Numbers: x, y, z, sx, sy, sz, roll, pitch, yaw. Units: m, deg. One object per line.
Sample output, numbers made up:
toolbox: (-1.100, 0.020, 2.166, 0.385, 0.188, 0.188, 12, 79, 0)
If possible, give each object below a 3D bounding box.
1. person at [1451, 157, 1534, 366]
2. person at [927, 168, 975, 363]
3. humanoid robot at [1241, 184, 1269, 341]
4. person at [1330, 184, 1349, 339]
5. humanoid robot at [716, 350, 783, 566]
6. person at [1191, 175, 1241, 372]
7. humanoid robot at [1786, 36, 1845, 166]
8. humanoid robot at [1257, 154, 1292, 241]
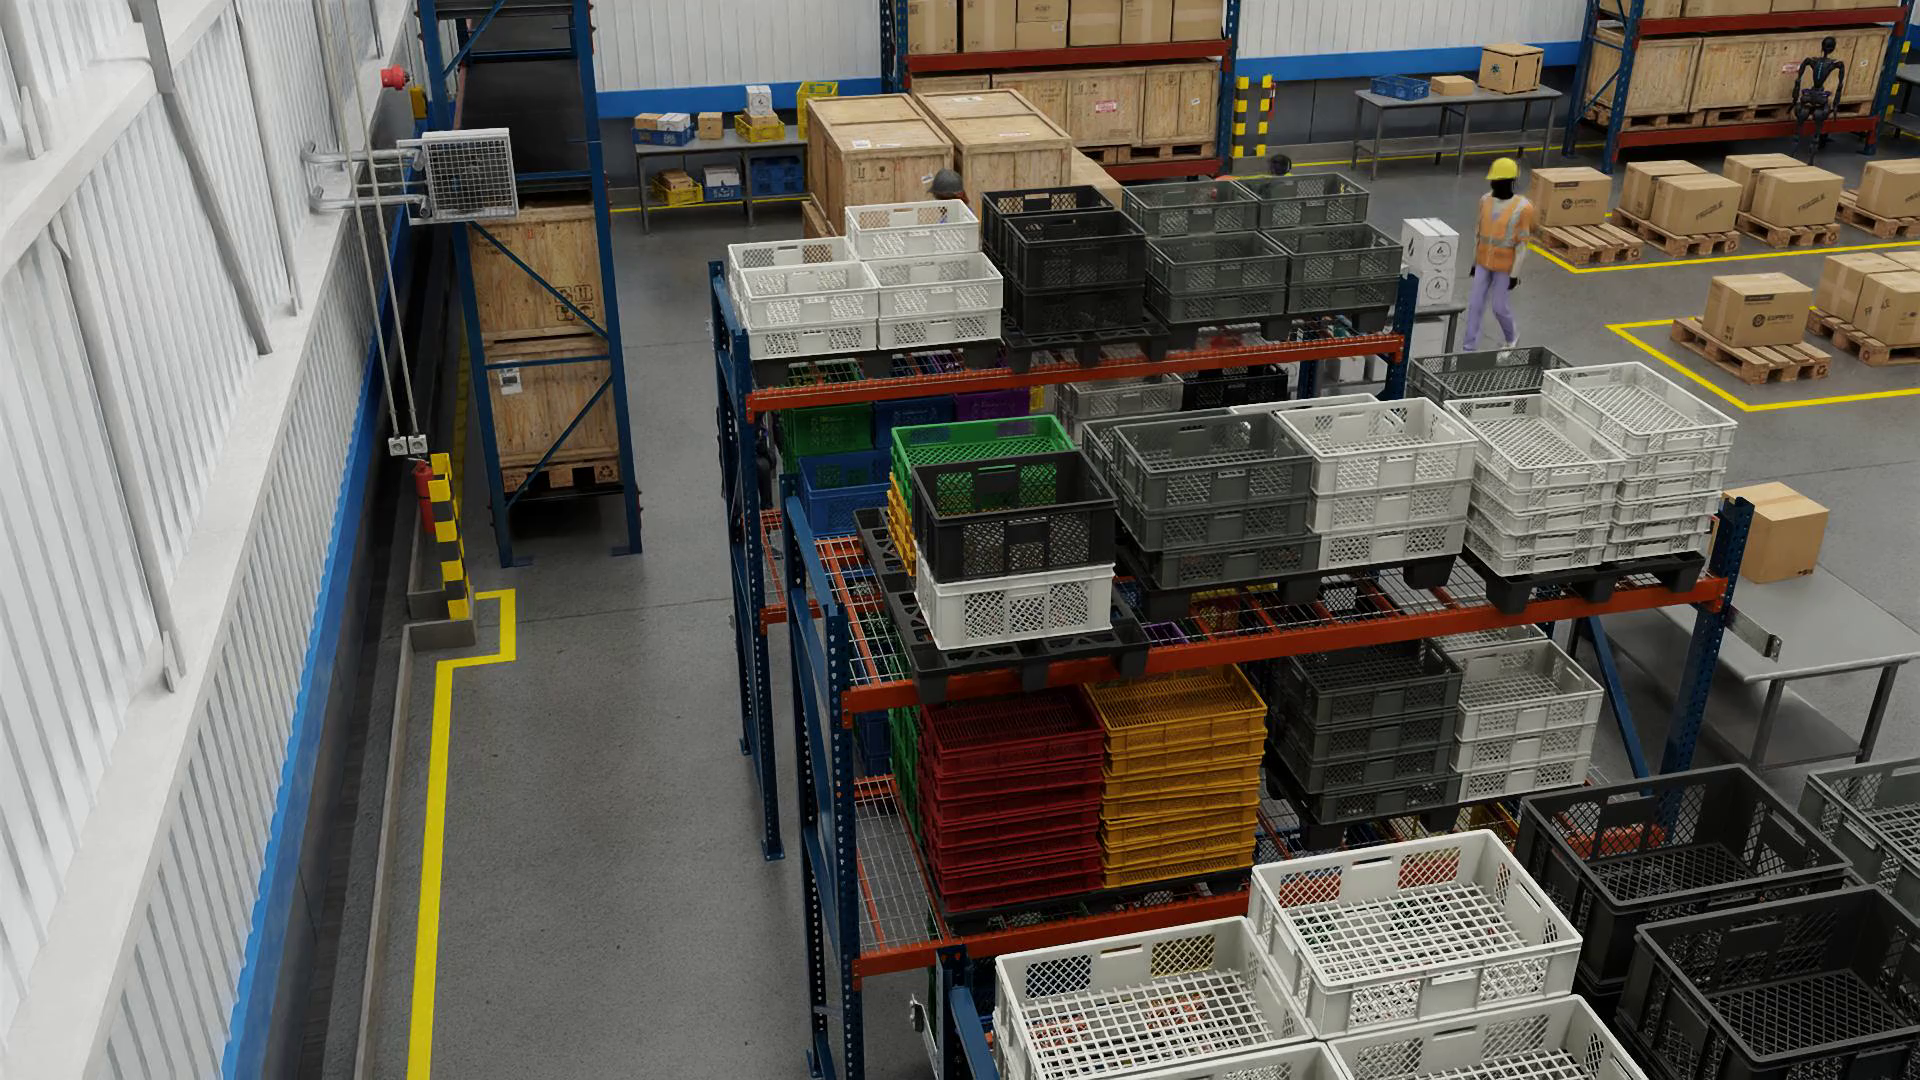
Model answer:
person: (4.870, -2.519, 15.100, 0.788, 1.883, 0.599, -20, 34, -33)
person: (-0.118, -2.202, 14.327, 0.536, 2.000, 0.680, 5, 28, 10)
humanoid robot: (2.525, -2.452, 15.237, 0.552, 1.615, 0.784, 15, 31, 27)
person: (3.298, -2.290, 14.785, 0.311, 1.768, 0.522, -19, 33, -32)
humanoid robot: (-1.451, -0.573, 11.623, 0.333, 1.648, 0.592, 23, 35, 36)
person: (2.178, -2.111, 14.248, 0.707, 1.950, 0.668, -20, 34, -33)
humanoid robot: (10.754, -5.489, 20.935, 0.609, 1.657, 0.313, 18, 32, 30)
humanoid robot: (2.911, -2.891, 16.041, 0.386, 1.632, 0.662, 18, 33, 30)
